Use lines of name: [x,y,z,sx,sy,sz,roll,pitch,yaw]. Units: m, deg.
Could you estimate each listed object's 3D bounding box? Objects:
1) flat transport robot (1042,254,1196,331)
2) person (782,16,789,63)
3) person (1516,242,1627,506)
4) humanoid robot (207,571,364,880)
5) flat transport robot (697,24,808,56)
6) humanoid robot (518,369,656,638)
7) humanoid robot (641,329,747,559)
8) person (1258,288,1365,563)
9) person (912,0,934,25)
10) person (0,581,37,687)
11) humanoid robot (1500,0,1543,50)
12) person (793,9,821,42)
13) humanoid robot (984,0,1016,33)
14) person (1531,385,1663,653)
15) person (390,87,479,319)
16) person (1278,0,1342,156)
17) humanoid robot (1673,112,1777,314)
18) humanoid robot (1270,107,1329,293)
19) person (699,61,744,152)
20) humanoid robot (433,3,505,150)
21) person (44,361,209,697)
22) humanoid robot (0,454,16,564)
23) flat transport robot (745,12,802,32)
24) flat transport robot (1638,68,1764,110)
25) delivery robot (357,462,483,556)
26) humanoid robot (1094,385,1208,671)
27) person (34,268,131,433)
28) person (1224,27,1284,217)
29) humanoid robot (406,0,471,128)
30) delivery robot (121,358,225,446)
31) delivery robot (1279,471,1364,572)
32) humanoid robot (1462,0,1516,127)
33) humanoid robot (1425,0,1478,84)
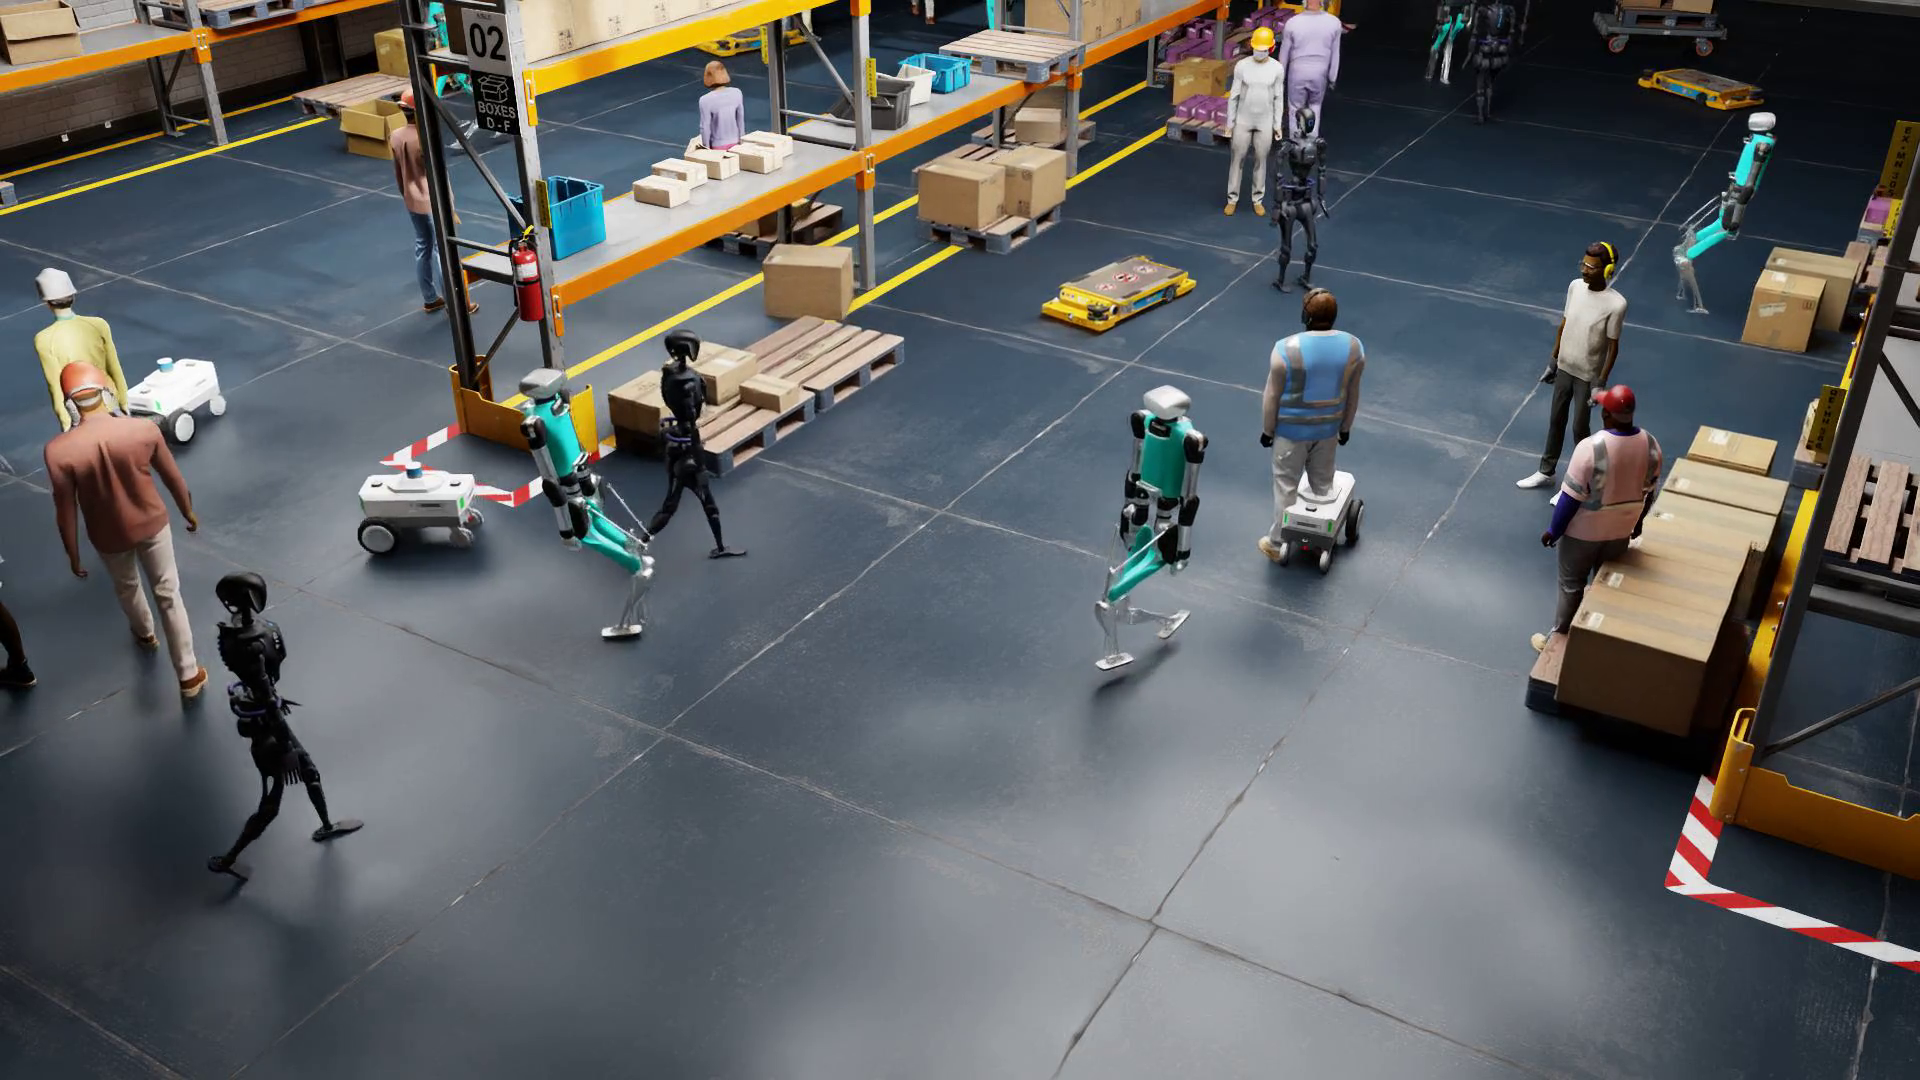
flat transport robot: [1.435,-2.221,14.870,0.659,0.231,1.431,24,37,36]
person: [-2.366,-7.217,22.059,0.511,1.884,0.834,6,30,11]
person: [4.195,-1.133,11.321,0.329,1.872,0.509,-15,33,-25]
humanoid robot: [-3.388,0.878,8.004,0.749,1.637,0.598,-16,33,-25]
flat transport robot: [-2.923,-7.057,23.426,1.431,0.231,0.659,-22,36,-34]
humanoid robot: [-2.078,-0.128,9.739,0.797,1.816,0.537,3,30,5]
humanoid robot: [-1.796,-0.568,10.586,0.787,1.650,0.602,-10,31,-18]
person: [2.220,-0.726,10.644,0.625,1.833,0.431,-8,30,-14]
person: [-0.559,-8.579,24.446,0.649,1.915,0.492,-3,30,-6]
person: [-5.577,0.061,9.129,0.378,1.956,0.603,7,30,13]
humanoid robot: [7.887,-7.754,23.280,0.588,1.639,0.775,6,30,10]
person: [-2.229,-7.964,23.522,0.564,1.748,0.336,24,37,36]
humanoid robot: [0.685,-5.824,19.752,0.868,1.769,0.596,-17,34,-27]
person: [3.663,-0.086,9.586,0.600,1.754,0.419,-7,30,-11]
person: [-4.558,-2.893,14.316,0.610,1.987,0.388,18,34,29]
person: [3.837,-5.163,18.429,0.668,1.887,0.469,1,30,2]
humanoid robot: [6.547,-2.835,14.492,0.752,1.798,0.535,9,31,16]
humanoid robot: [3.024,-3.028,14.856,0.597,1.650,0.353,-14,32,-23]
person: [-2.349,-3.916,16.491,0.503,1.628,0.283,-22,36,-34]
humanoid robot: [-5.450,-5.261,18.788,0.547,1.748,1.055,26,38,38]
person: [-4.692,-0.079,9.407,0.683,1.922,1.066,-15,33,-25]
humanoid robot: [-6.273,-0.480,10.404,0.560,1.647,0.588,15,33,25]
flat transport robot: [-2.901,-7.329,23.907,0.659,0.231,1.431,4,30,7]
flat transport robot: [9.386,-5.729,21.076,0.659,0.231,1.431,-13,32,-22]
delivery robot: [-3.607,-0.233,11.059,0.781,0.591,0.499,-1,29,-1]
humanoid robot: [1.003,0.003,9.435,1.013,1.729,0.547,-21,36,-32]
person: [-5.635,-0.858,10.816,0.385,1.891,0.472,26,38,37]
person: [2.960,-4.197,16.723,0.572,1.888,0.375,3,30,5]
humanoid robot: [-6.137,-5.536,19.255,0.546,1.766,0.883,18,34,29]
delivery robot: [-5.942,-1.084,12.560,0.499,0.585,0.775,8,30,13]
delivery robot: [2.367,-0.182,10.986,0.499,0.607,0.808,12,32,20]
humanoid robot: [6.279,-5.758,19.705,0.585,1.644,0.427,-6,30,-10]
humanoid robot: [6.284,-6.688,21.401,0.541,1.902,0.718,-4,30,-7]
